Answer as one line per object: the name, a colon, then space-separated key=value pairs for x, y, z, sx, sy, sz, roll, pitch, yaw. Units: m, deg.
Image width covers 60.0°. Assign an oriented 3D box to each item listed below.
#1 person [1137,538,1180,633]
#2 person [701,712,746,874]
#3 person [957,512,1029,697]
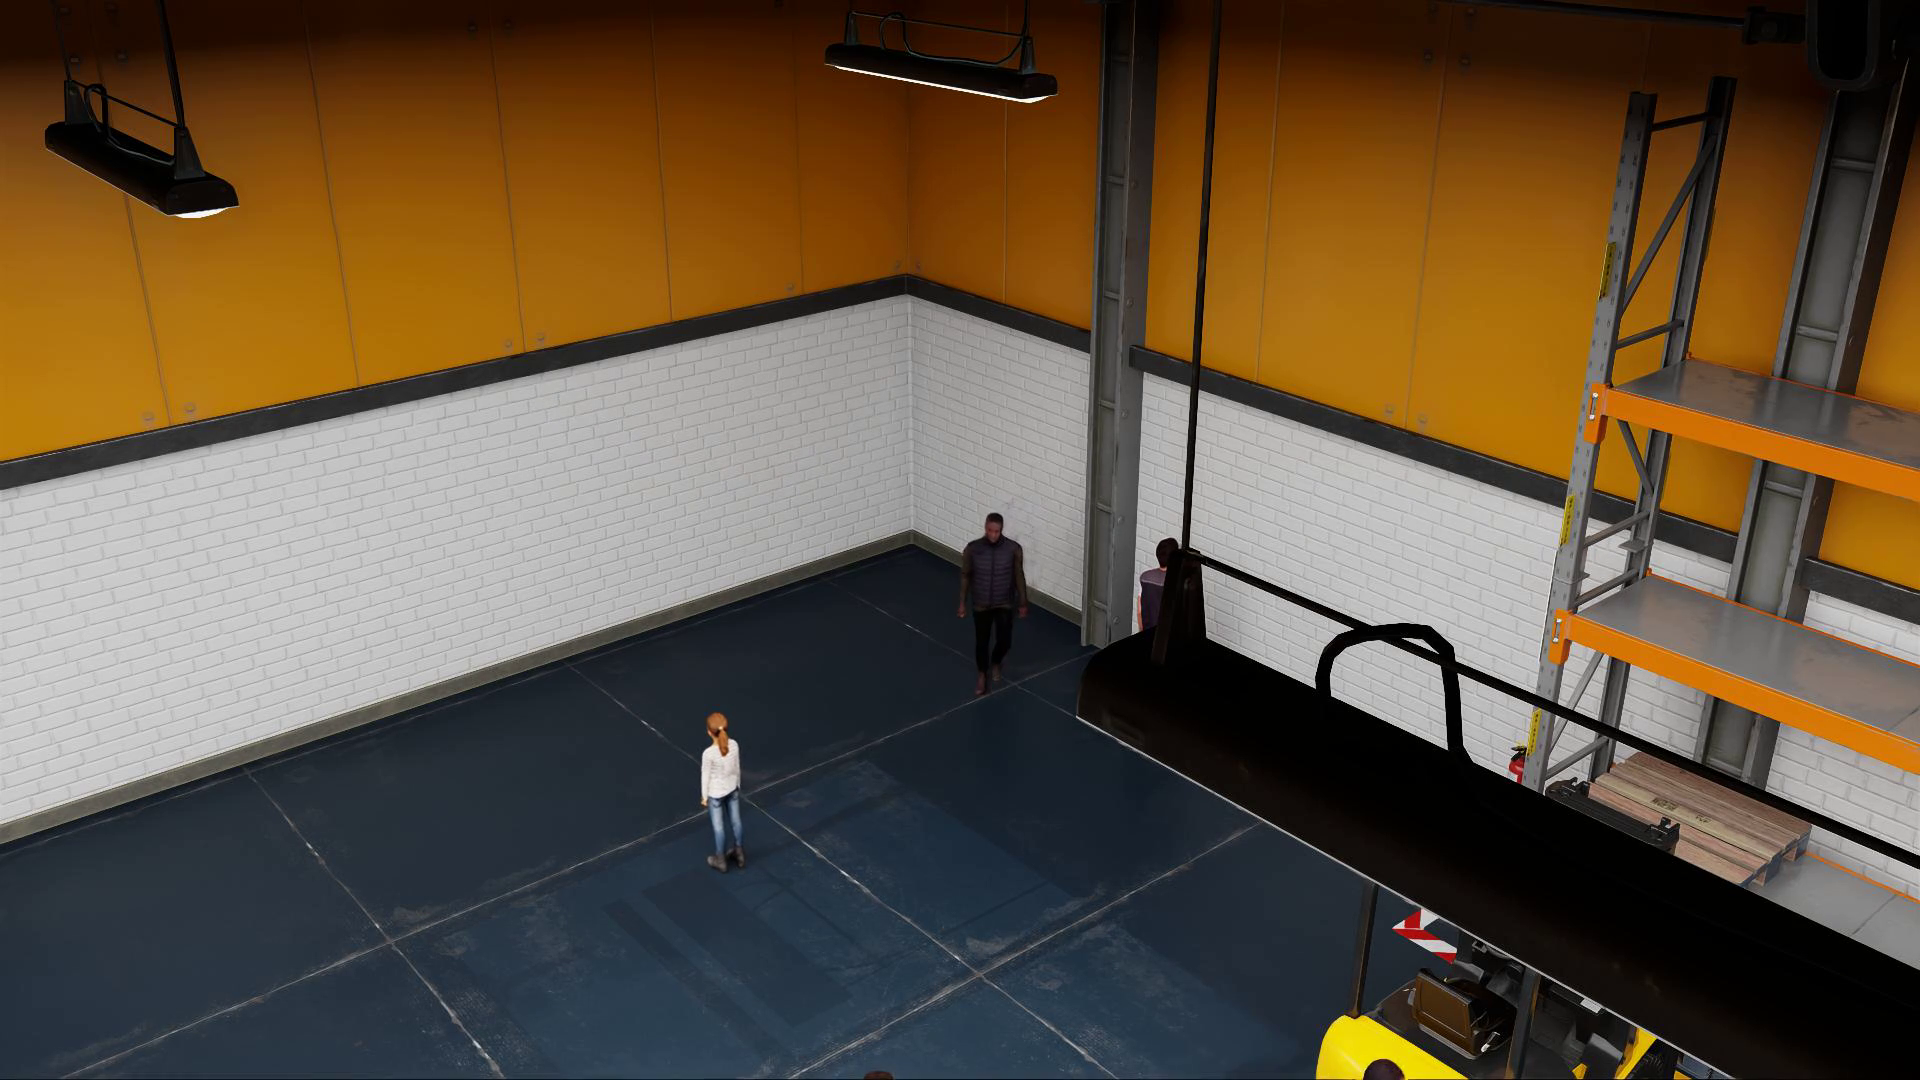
person: x=1.751 y=0.843 z=14.303 sx=0.648 sy=1.849 sz=0.789 roll=12 pitch=26 yaw=25
person: x=-1.781 y=1.902 z=12.548 sx=0.483 sy=1.313 sz=0.497 roll=-17 pitch=29 yaw=-33
person: x=0.318 y=0.547 z=15.015 sx=0.934 sy=1.820 sz=1.004 roll=5 pitch=24 yaw=11
